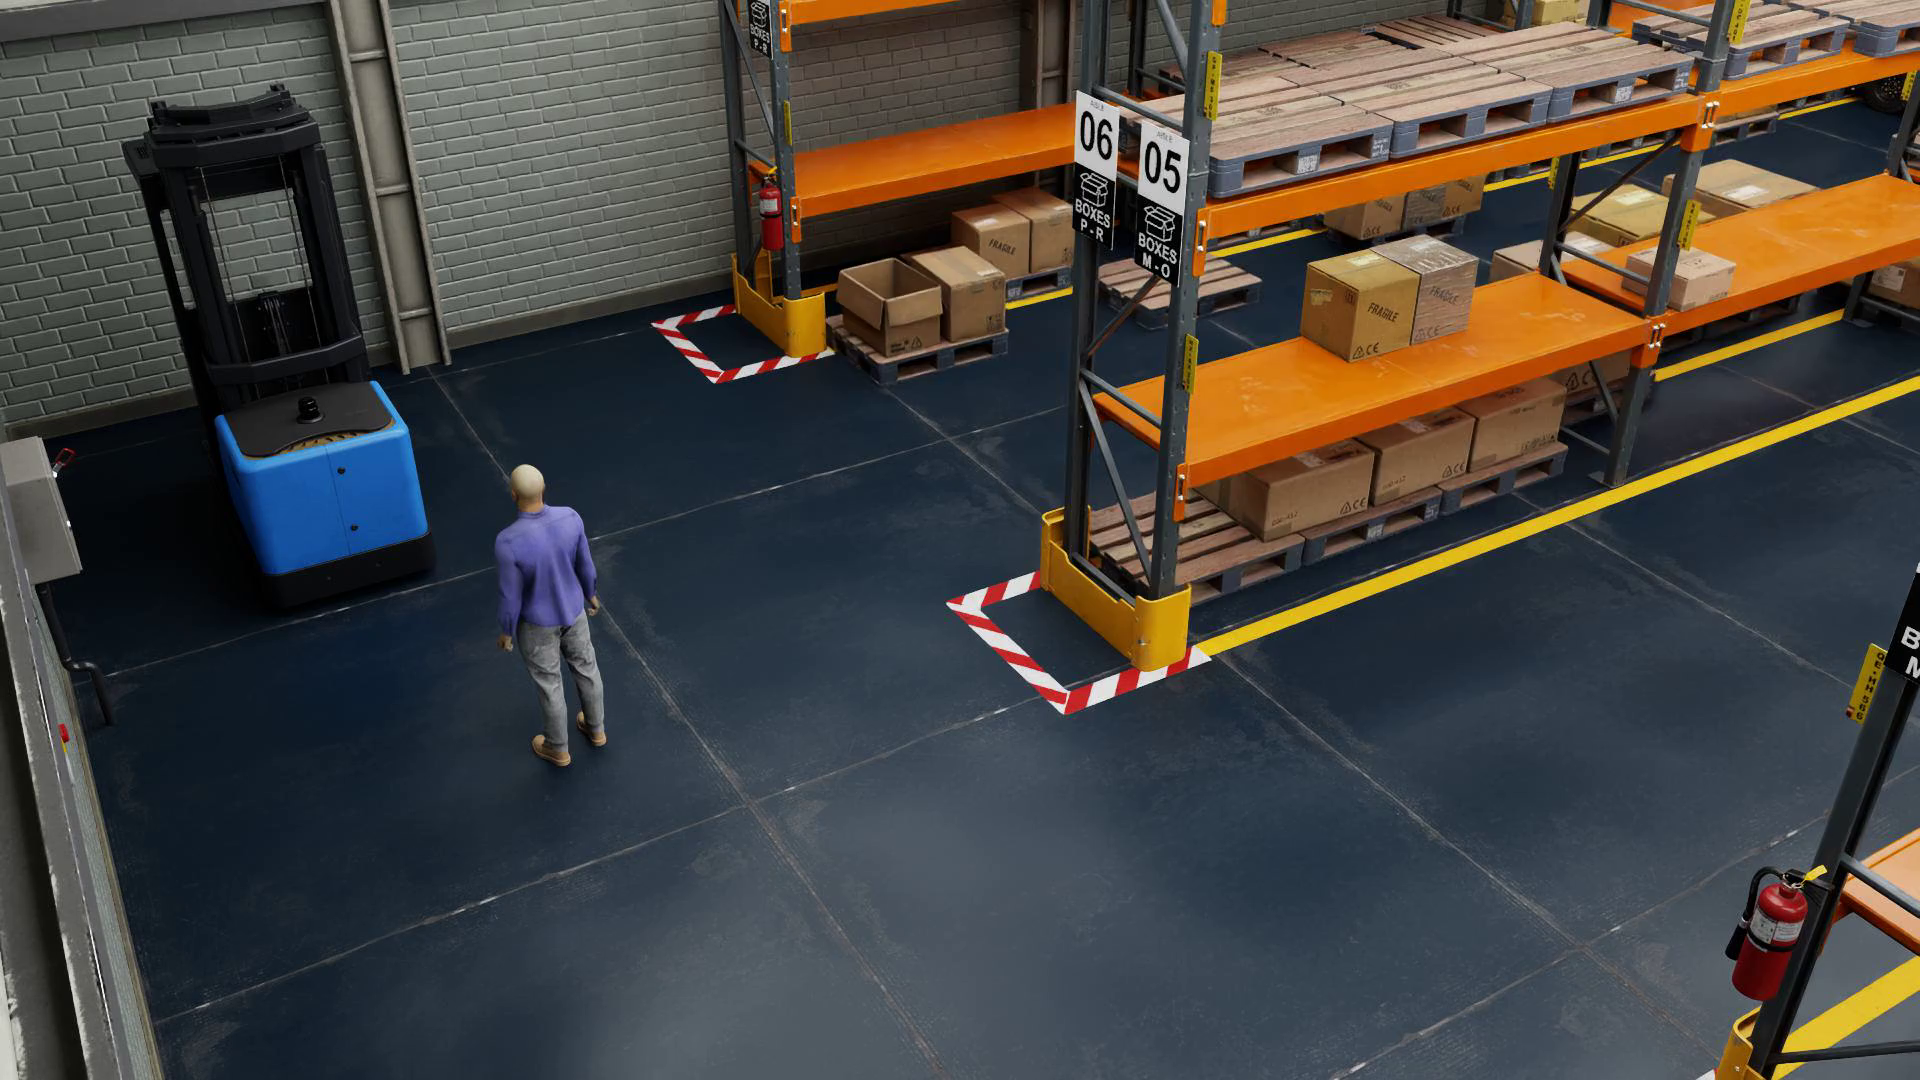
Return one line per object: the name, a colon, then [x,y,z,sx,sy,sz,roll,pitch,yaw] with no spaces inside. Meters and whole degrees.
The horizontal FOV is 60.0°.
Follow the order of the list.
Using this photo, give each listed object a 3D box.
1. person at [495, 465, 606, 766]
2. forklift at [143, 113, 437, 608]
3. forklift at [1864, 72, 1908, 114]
person: [-2.161,0.409,8.825,0.591,1.800,0.393,-25,40,-35]
forklift: [-4.289,-1.259,10.509,1.129,2.768,1.873,-17,36,-26]
forklift: [11.468,-5.645,18.244,1.214,2.155,2.313,-17,36,-26]
